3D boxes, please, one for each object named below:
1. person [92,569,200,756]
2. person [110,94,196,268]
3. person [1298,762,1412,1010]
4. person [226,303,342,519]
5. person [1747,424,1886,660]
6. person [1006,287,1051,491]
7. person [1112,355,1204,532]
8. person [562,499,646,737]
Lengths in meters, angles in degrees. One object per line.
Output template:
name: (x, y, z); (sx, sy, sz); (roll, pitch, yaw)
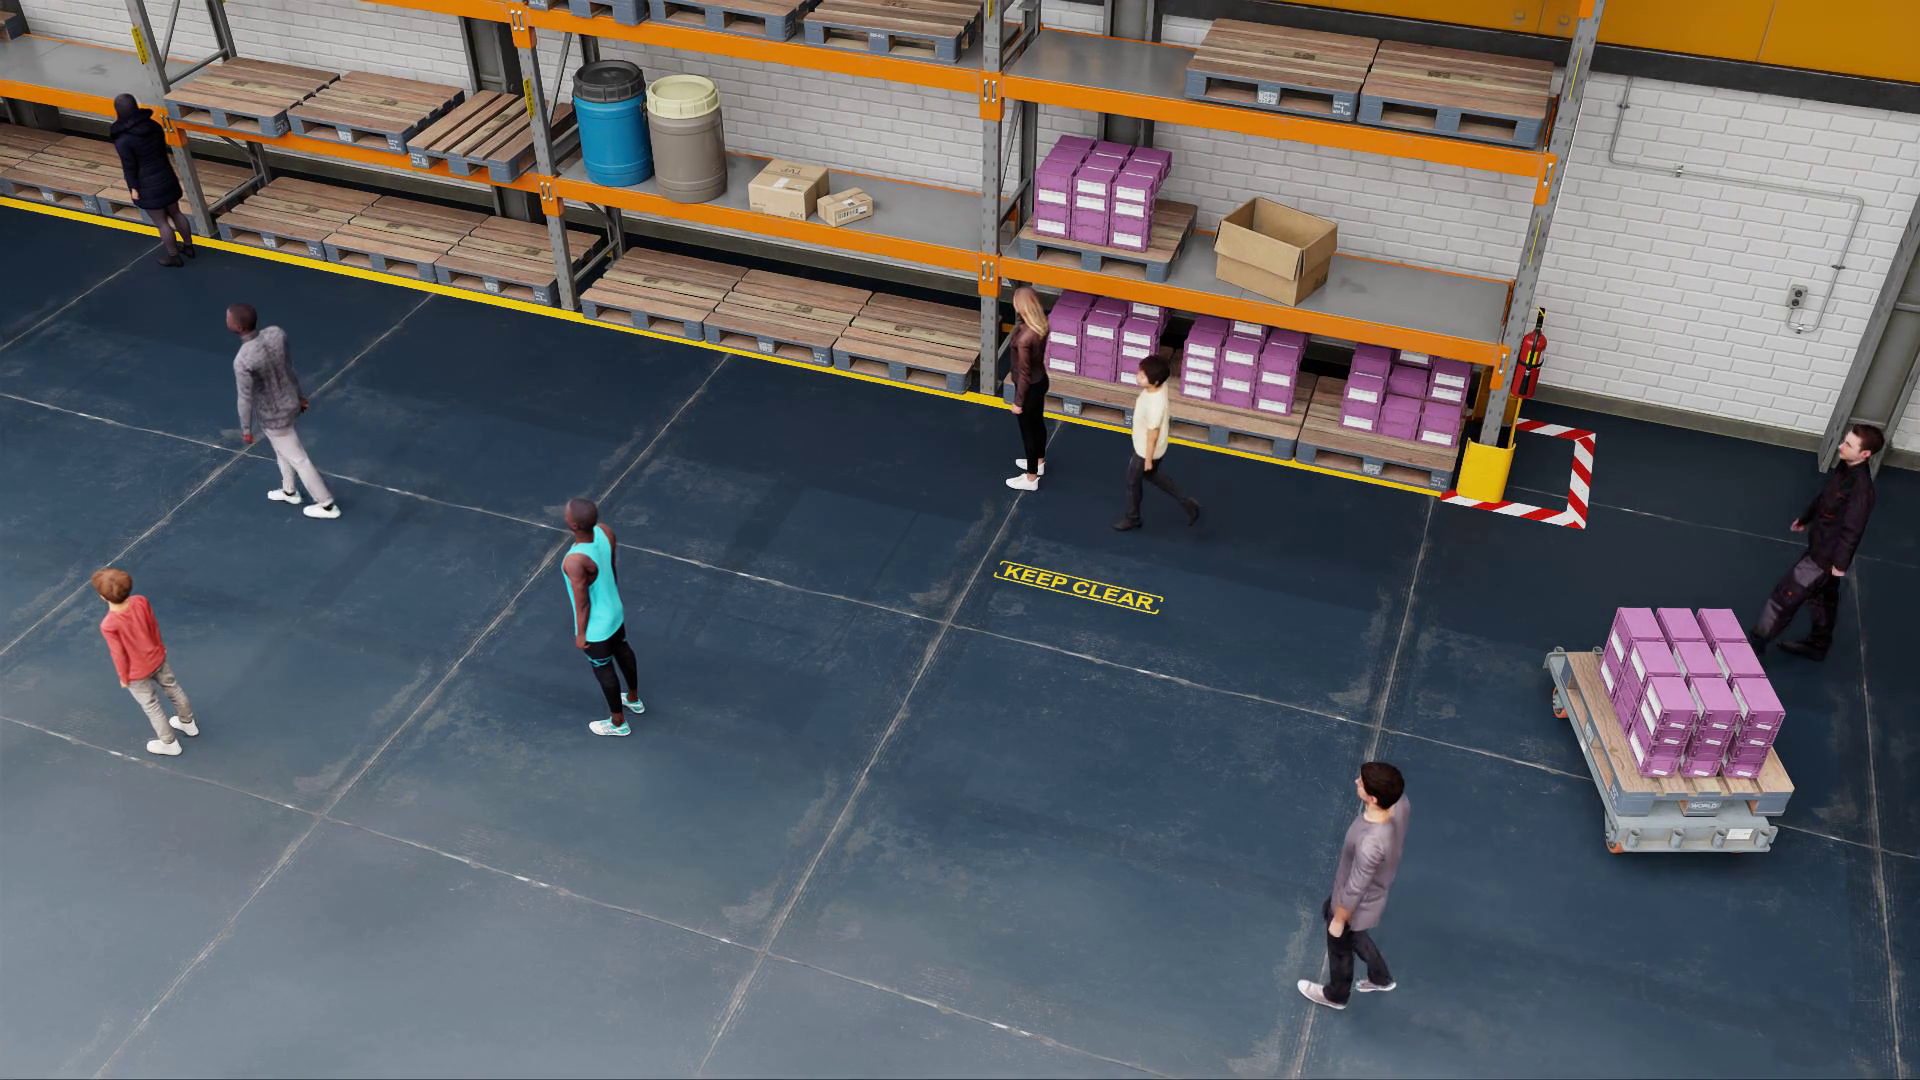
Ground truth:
person: (-5.063, 0.748, 10.311); (0.472, 1.416, 0.514); (14, 41, 17)
person: (-7.352, -3.279, 15.147); (0.625, 1.674, 0.657); (14, 41, 17)
person: (2.144, 1.848, 8.593); (0.781, 1.841, 0.758); (20, 43, 23)
person: (-4.855, -0.907, 12.062); (0.915, 1.818, 0.779); (7, 39, 9)
person: (5.699, 0.069, 10.784); (0.974, 1.886, 0.678); (13, 40, 15)
person: (0.532, -1.133, 12.436); (0.497, 1.704, 0.598); (14, 41, 17)
person: (1.432, -0.660, 11.952); (0.917, 1.567, 0.674); (8, 39, 10)
person: (-2.229, 0.479, 10.332); (0.505, 1.811, 0.598); (14, 41, 17)
